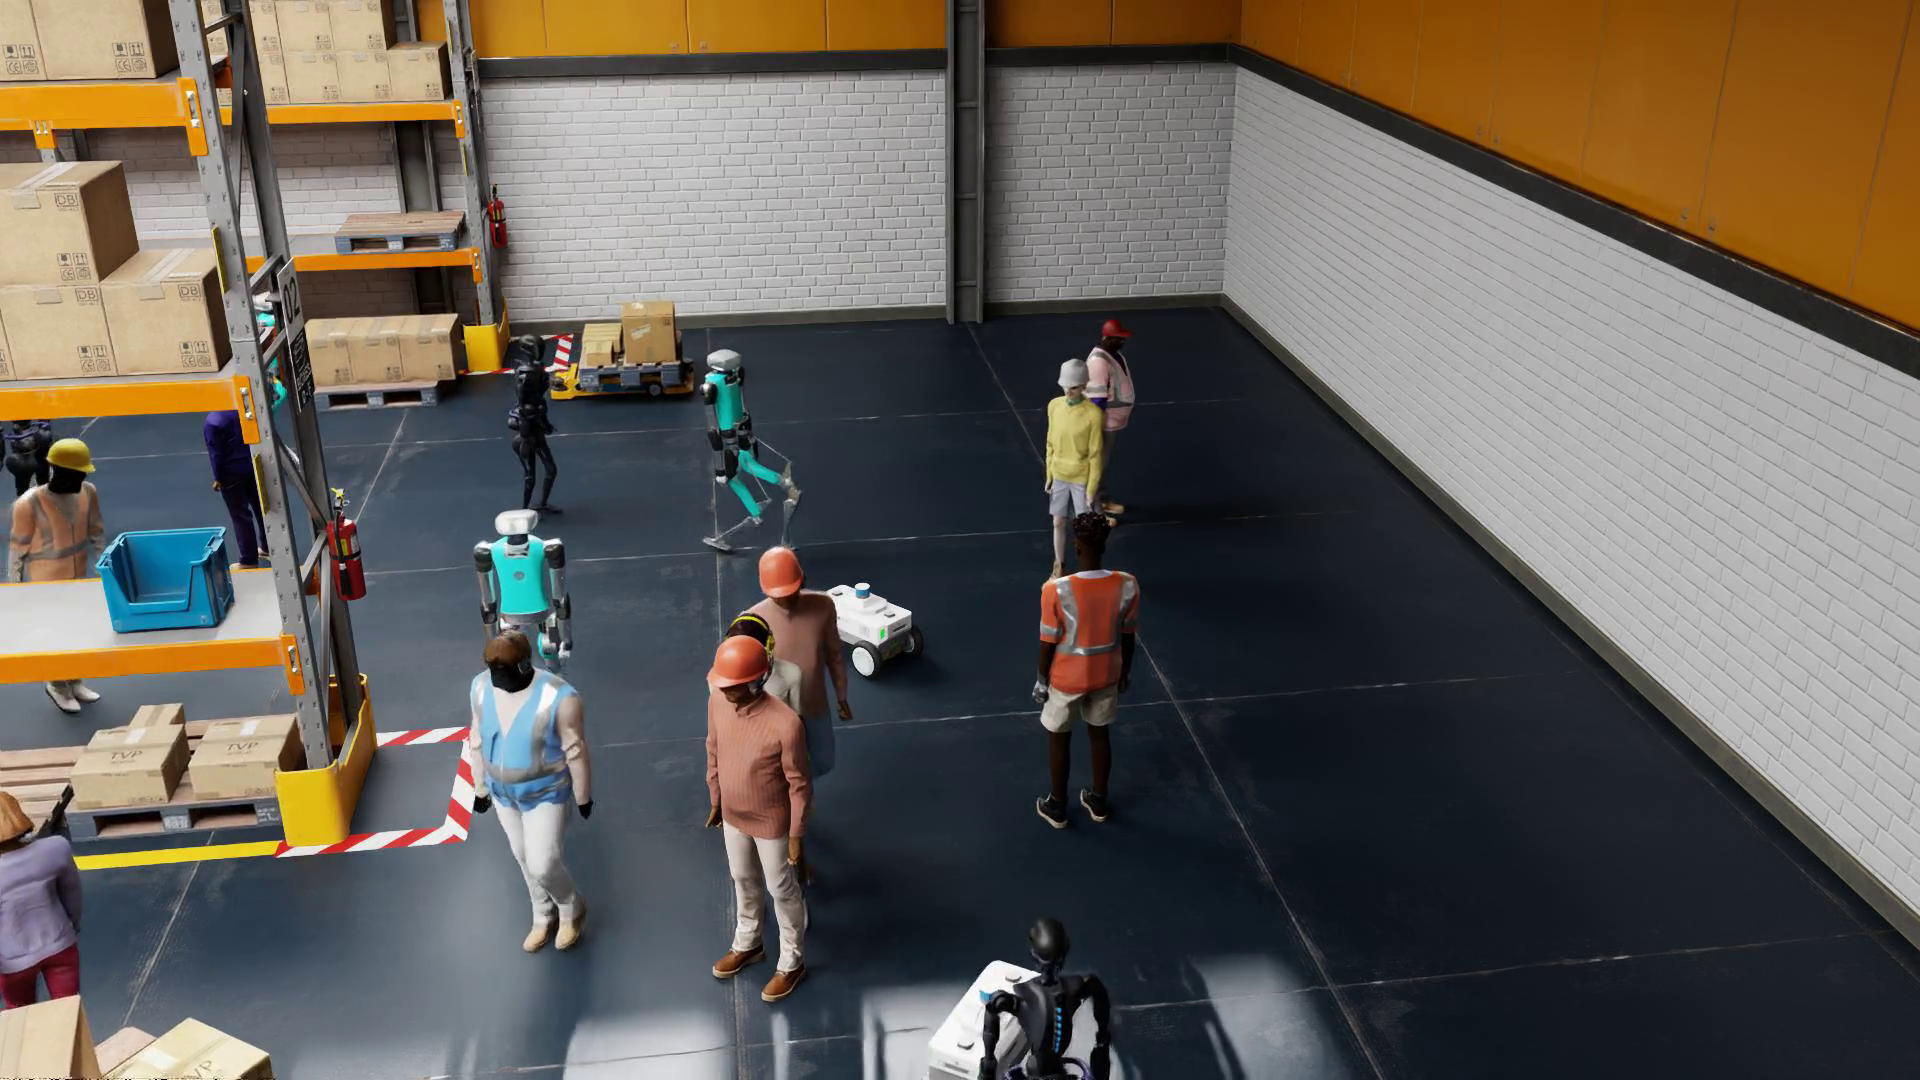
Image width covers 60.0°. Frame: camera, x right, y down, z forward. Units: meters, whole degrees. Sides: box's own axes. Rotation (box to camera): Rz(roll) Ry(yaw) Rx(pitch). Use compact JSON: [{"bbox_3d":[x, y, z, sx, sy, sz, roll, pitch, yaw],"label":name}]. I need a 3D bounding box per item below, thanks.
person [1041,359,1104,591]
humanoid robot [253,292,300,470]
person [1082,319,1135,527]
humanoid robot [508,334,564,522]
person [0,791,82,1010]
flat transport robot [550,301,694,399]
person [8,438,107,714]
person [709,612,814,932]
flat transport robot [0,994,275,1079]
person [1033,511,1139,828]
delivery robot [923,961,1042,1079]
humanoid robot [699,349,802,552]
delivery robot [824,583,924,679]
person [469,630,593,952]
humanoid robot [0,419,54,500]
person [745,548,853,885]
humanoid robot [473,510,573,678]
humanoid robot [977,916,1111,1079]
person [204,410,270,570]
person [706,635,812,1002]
[{"bbox_3d":[0.850,-0.467,12.465,0.481,1.882,0.417,16,28,32],"label":"person"},{"bbox_3d":[-6.088,-1.332,14.602,1.004,1.735,0.554,6,25,14],"label":"humanoid robot"},{"bbox_3d":[1.230,-0.986,13.796,0.420,1.750,0.622,8,25,17],"label":"person"},{"bbox_3d":[-3.558,-0.930,13.772,0.432,1.632,0.601,2,24,5],"label":"humanoid robot"},{"bbox_3d":[-4.229,1.833,7.550,0.514,1.602,0.719,-21,31,-40],"label":"person"},{"bbox_3d":[-3.479,-1.670,17.201,1.431,0.231,0.659,-3,24,-7],"label":"flat transport robot"},{"bbox_3d":[-5.824,0.238,10.863,0.610,1.869,0.624,8,25,17],"label":"person"},{"bbox_3d":[-1.027,1.216,8.658,0.524,1.855,0.340,-1,24,-2],"label":"person"},{"bbox_3d":[-3.574,2.819,6.973,1.431,0.231,0.659,12,26,26],"label":"flat transport robot"},{"bbox_3d":[0.718,0.760,9.580,0.615,1.950,0.390,-9,25,-20],"label":"person"},{"bbox_3d":[0.144,2.310,7.794,0.523,0.609,0.780,11,26,24],"label":"delivery robot"},{"bbox_3d":[-1.597,-0.606,12.997,1.036,1.752,0.546,10,26,21],"label":"humanoid robot"},{"bbox_3d":[-0.661,0.608,11.680,0.811,0.613,0.499,20,30,37],"label":"delivery robot"},{"bbox_3d":[-2.209,1.294,8.514,0.640,1.823,0.463,9,25,20],"label":"person"},{"bbox_3d":[-7.497,-0.726,13.308,0.372,1.663,0.600,6,24,13],"label":"humanoid robot"},{"bbox_3d":[-0.930,0.903,9.225,0.644,1.962,0.741,-14,27,-29],"label":"person"},{"bbox_3d":[-2.668,0.533,10.408,0.532,1.777,0.996,-4,24,-8],"label":"humanoid robot"},{"bbox_3d":[0.348,2.258,6.529,0.609,1.642,0.513,-8,25,-18],"label":"humanoid robot"},{"bbox_3d":[-5.626,-0.528,12.910,0.348,1.623,0.458,8,25,17],"label":"person"},{"bbox_3d":[-1.010,1.355,8.168,0.621,1.989,0.397,16,29,33],"label":"person"}]
